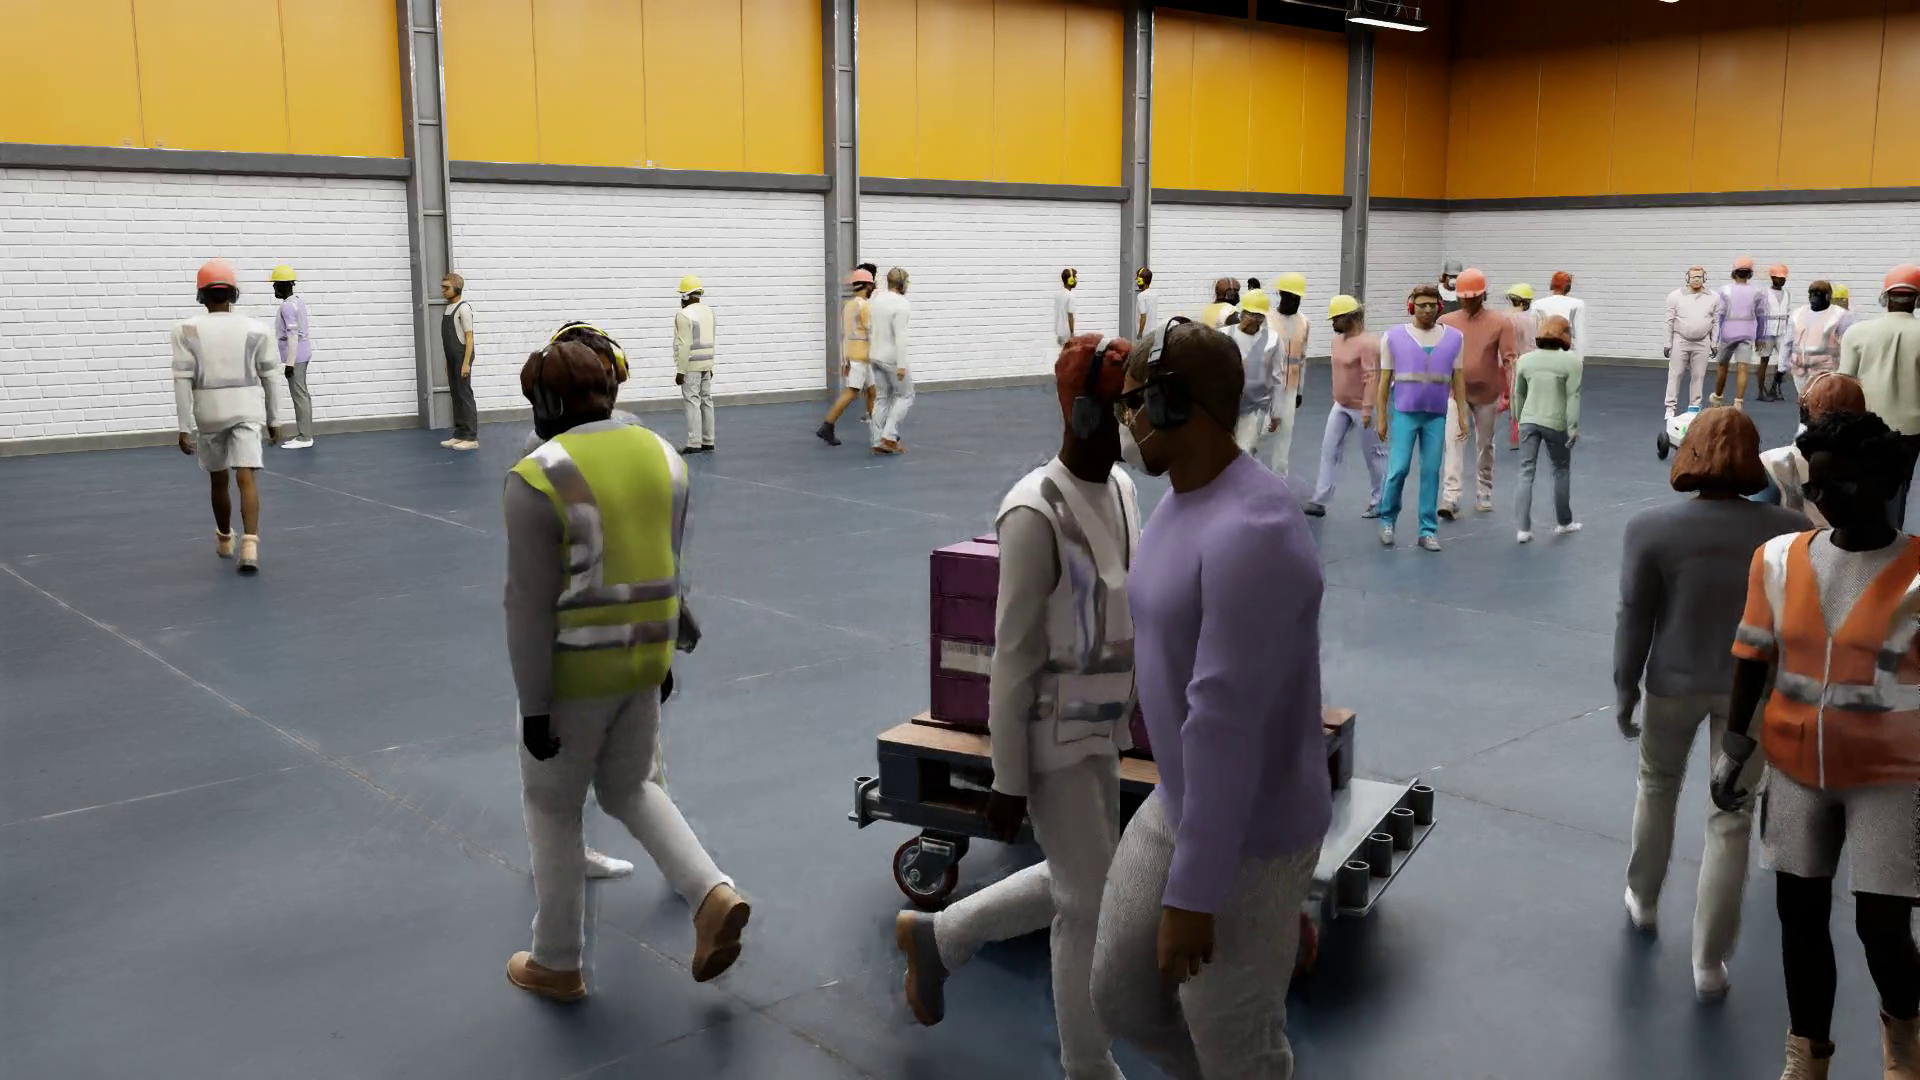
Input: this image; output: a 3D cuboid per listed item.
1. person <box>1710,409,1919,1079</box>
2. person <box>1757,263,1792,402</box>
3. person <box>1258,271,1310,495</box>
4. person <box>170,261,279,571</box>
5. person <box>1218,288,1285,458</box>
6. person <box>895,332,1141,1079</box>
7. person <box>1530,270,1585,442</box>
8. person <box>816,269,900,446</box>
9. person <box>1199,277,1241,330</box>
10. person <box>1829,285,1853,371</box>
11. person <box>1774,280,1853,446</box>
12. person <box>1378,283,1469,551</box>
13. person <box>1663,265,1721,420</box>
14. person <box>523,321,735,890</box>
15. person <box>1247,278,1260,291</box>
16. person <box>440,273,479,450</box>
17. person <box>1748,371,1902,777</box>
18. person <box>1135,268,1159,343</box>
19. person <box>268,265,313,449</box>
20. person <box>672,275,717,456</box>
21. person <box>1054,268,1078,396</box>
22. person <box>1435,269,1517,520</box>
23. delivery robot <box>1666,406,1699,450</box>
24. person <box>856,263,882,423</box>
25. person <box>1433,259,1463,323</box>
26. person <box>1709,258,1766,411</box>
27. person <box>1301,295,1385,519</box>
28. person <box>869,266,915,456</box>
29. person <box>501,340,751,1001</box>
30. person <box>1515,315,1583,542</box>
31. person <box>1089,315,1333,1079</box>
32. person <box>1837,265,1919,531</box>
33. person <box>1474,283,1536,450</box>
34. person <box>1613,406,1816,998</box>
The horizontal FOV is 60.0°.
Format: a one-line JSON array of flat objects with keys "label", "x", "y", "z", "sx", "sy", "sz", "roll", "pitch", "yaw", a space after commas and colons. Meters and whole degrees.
[{"label": "person", "x": 2.039, "y": 0.537, "z": 3.850, "sx": 0.377, "sy": 1.681, "sz": 0.547, "roll": -7, "pitch": 12, "yaw": -37}, {"label": "person", "x": 11.301, "y": -2.867, "z": 23.077, "sx": 0.544, "sy": 1.917, "sz": 0.500, "roll": -1, "pitch": 10, "yaw": -6}, {"label": "person", "x": 2.679, "y": -1.335, "z": 14.168, "sx": 0.611, "sy": 1.896, "sz": 0.609, "roll": -5, "pitch": 11, "yaw": -25}, {"label": "person", "x": -4.755, "y": -0.806, "z": 10.814, "sx": 0.631, "sy": 1.997, "sz": 1.064, "roll": -5, "pitch": 11, "yaw": -28}, {"label": "person", "x": 2.208, "y": -1.056, "z": 12.887, "sx": 0.597, "sy": 1.792, "sz": 0.876, "roll": 3, "pitch": 10, "yaw": 18}, {"label": "person", "x": 0.166, "y": 0.445, "z": 3.870, "sx": 0.767, "sy": 1.861, "sz": 0.608, "roll": 5, "pitch": 11, "yaw": 26}, {"label": "person", "x": 6.476, "y": -1.995, "z": 18.115, "sx": 0.556, "sy": 1.871, "sz": 0.451, "roll": 3, "pitch": 10, "yaw": 15}, {"label": "person", "x": -1.124, "y": -1.960, "z": 17.845, "sx": 0.939, "sy": 1.900, "sz": 0.557, "roll": -3, "pitch": 10, "yaw": -18}, {"label": "person", "x": 2.505, "y": -1.572, "z": 15.761, "sx": 0.434, "sy": 1.826, "sz": 0.650, "roll": -4, "pitch": 10, "yaw": -20}, {"label": "person", "x": 9.597, "y": -1.946, "z": 18.309, "sx": 0.853, "sy": 1.699, "sz": 0.497, "roll": -5, "pitch": 11, "yaw": -25}, {"label": "person", "x": 8.591, "y": -1.716, "z": 16.753, "sx": 0.999, "sy": 1.787, "sz": 0.638, "roll": -6, "pitch": 11, "yaw": -31}, {"label": "person", "x": 3.193, "y": -0.849, "z": 11.507, "sx": 0.587, "sy": 1.837, "sz": 0.471, "roll": 0, "pitch": 10, "yaw": -2}, {"label": "person", "x": 8.984, "y": -2.408, "z": 20.431, "sx": 0.645, "sy": 1.907, "sz": 0.400, "roll": 2, "pitch": 10, "yaw": 11}, {"label": "person", "x": -1.032, "y": 0.238, "z": 5.202, "sx": 0.816, "sy": 1.825, "sz": 0.489, "roll": 3, "pitch": 10, "yaw": 16}, {"label": "person", "x": 4.918, "y": -3.563, "z": 27.931, "sx": 0.875, "sy": 1.644, "sz": 0.533, "roll": -8, "pitch": 12, "yaw": -39}, {"label": "person", "x": -5.272, "y": -1.867, "z": 17.442, "sx": 0.336, "sy": 1.844, "sz": 0.513, "roll": -8, "pitch": 12, "yaw": -38}, {"label": "person", "x": 2.956, "y": 0.237, "z": 5.755, "sx": 0.534, "sy": 1.626, "sz": 0.384, "roll": 1, "pitch": 10, "yaw": 6}, {"label": "person", "x": 2.469, "y": -2.681, "z": 22.160, "sx": 0.315, "sy": 1.861, "sz": 0.526, "roll": 6, "pitch": 11, "yaw": 31}, {"label": "person", "x": -7.037, "y": -1.922, "z": 17.520, "sx": 0.382, "sy": 1.927, "sz": 0.589, "roll": -2, "pitch": 10, "yaw": -12}, {"label": "person", "x": -2.704, "y": -1.763, "z": 16.872, "sx": 0.404, "sy": 1.830, "sz": 0.599, "roll": 4, "pitch": 11, "yaw": 24}, {"label": "person", "x": 1.492, "y": -2.819, "z": 22.979, "sx": 0.392, "sy": 1.860, "sz": 0.546, "roll": -5, "pitch": 11, "yaw": -26}, {"label": "person", "x": 3.979, "y": -1.129, "z": 12.911, "sx": 0.690, "sy": 1.922, "sz": 1.063, "roll": 4, "pitch": 11, "yaw": 23}, {"label": "delivery robot", "x": 7.163, "y": -1.070, "z": 16.275, "sx": 0.477, "sy": 0.478, "sz": 0.707, "roll": 2, "pitch": 10, "yaw": 11}, {"label": "person", "x": -1.128, "y": -2.384, "z": 20.164, "sx": 0.514, "sy": 1.942, "sz": 0.612, "roll": -4, "pitch": 10, "yaw": -20}, {"label": "person", "x": 6.135, "y": -2.549, "z": 20.864, "sx": 0.679, "sy": 2.000, "sz": 0.930, "roll": 2, "pitch": 10, "yaw": 9}, {"label": "person", "x": 10.008, "y": -2.625, "z": 21.445, "sx": 0.641, "sy": 1.989, "sz": 1.031, "roll": 2, "pitch": 10, "yaw": 12}, {"label": "person", "x": 2.940, "y": -1.009, "z": 12.765, "sx": 0.833, "sy": 1.721, "sz": 0.570, "roll": -5, "pitch": 11, "yaw": -27}, {"label": "person", "x": -0.693, "y": -1.794, "z": 16.807, "sx": 0.430, "sy": 1.918, "sz": 0.669, "roll": -7, "pitch": 12, "yaw": -36}, {"label": "person", "x": -0.917, "y": 0.368, "z": 4.486, "sx": 0.634, "sy": 1.802, "sz": 0.641, "roll": 7, "pitch": 12, "yaw": 34}, {"label": "person", "x": 4.199, "y": -0.798, "z": 11.875, "sx": 0.524, "sy": 1.593, "sz": 0.773, "roll": 8, "pitch": 13, "yaw": 40}, {"label": "person", "x": 0.455, "y": 0.552, "z": 3.071, "sx": 0.441, "sy": 1.913, "sz": 0.653, "roll": -2, "pitch": 10, "yaw": -11}, {"label": "person", "x": 5.746, "y": -0.703, "z": 10.275, "sx": 0.660, "sy": 1.954, "sz": 0.922, "roll": 5, "pitch": 11, "yaw": 29}, {"label": "person", "x": 5.717, "y": -1.793, "z": 17.314, "sx": 0.547, "sy": 1.752, "sz": 0.529, "roll": -4, "pitch": 10, "yaw": -21}, {"label": "person", "x": 2.138, "y": 0.426, "z": 4.741, "sx": 0.520, "sy": 1.605, "sz": 0.762, "roll": 4, "pitch": 11, "yaw": 24}]
